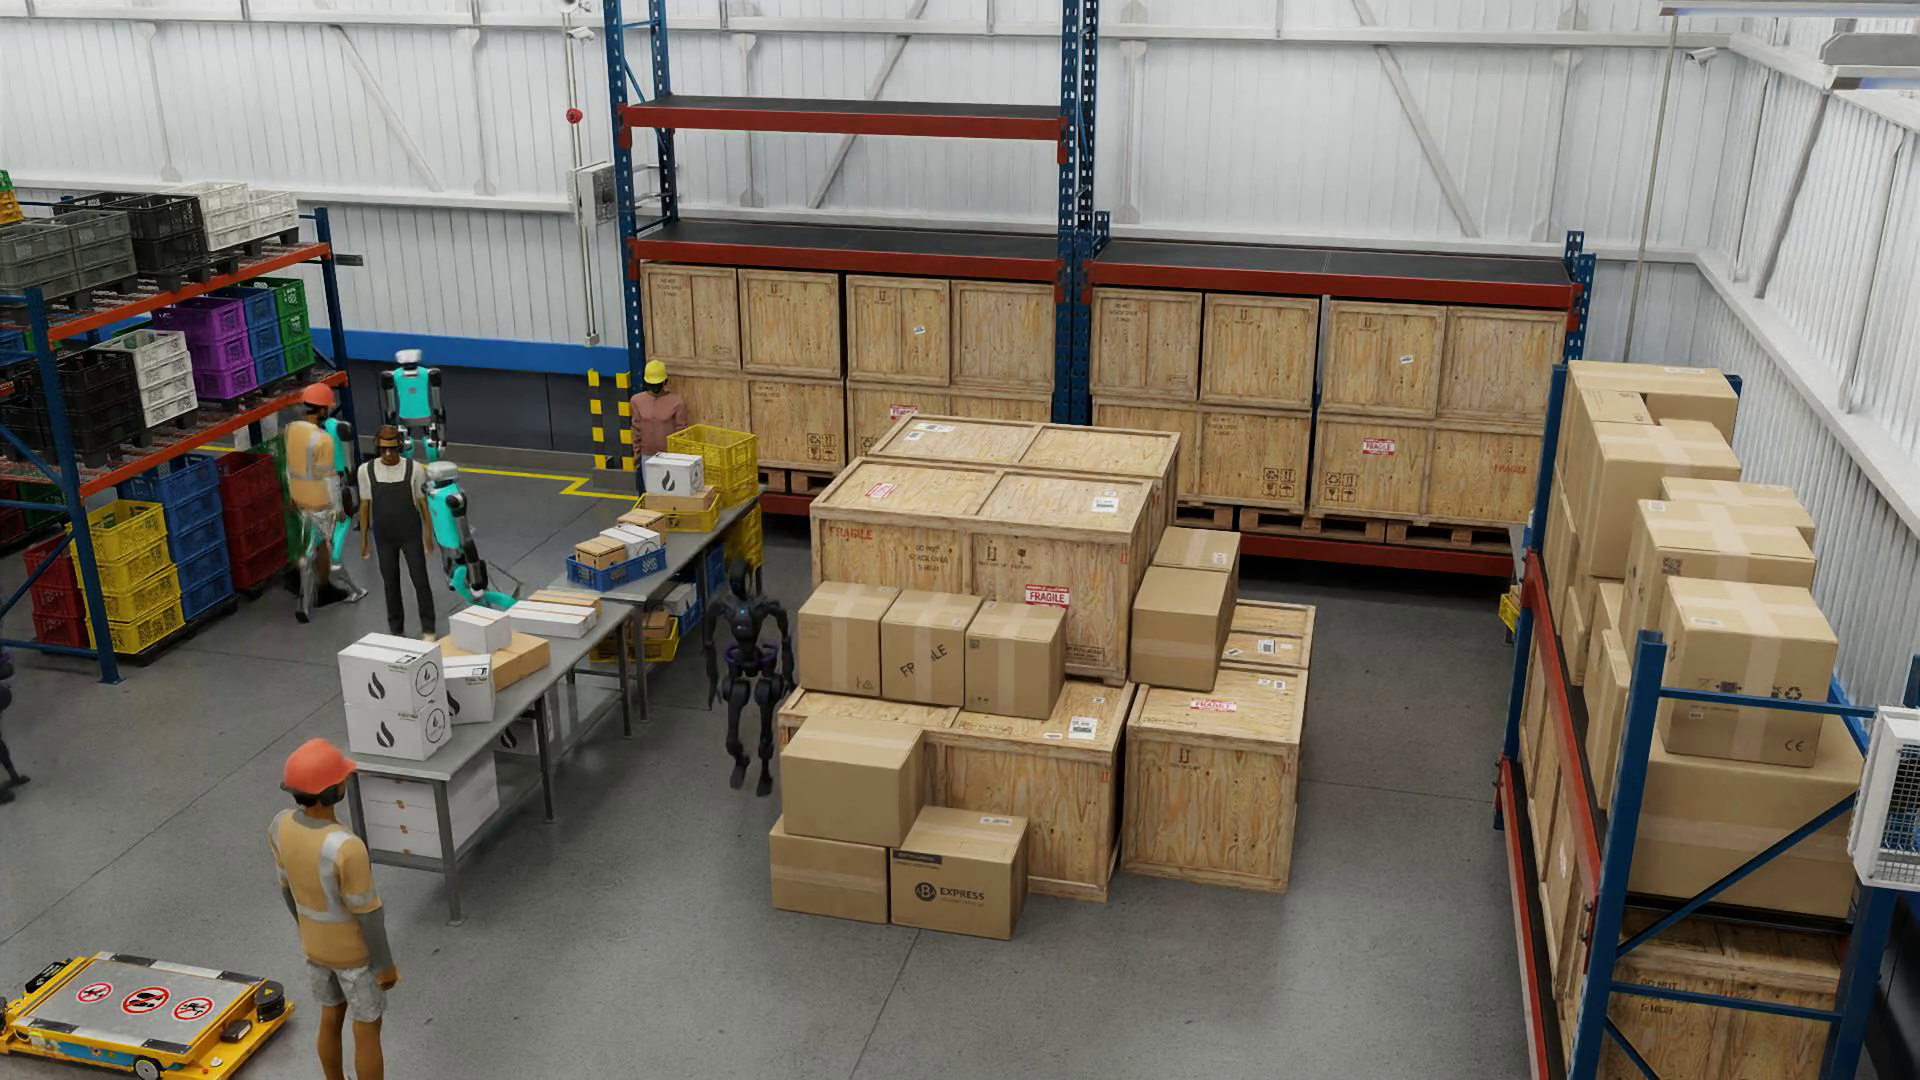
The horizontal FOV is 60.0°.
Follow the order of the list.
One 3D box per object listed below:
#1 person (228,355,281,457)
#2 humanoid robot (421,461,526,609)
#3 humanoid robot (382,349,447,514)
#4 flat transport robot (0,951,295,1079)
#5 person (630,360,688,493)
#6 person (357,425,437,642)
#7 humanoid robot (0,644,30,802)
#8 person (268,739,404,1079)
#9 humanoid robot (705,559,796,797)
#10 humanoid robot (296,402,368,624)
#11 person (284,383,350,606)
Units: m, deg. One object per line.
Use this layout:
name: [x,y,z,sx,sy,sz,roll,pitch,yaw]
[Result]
person: [-7.054,-1.423,16.588,0.619,1.833,0.430,-19,28,-41]
humanoid robot: [-3.545,0.279,12.411,0.712,1.894,0.547,-17,27,-38]
humanoid robot: [-5.069,-0.975,15.590,0.546,1.785,0.846,-6,22,-15]
flat transport robot: [-4.270,2.464,8.601,1.431,0.231,0.659,5,22,13]
person: [-2.693,-0.769,14.972,0.523,1.761,0.336,2,21,5]
person: [-4.366,-0.020,12.900,0.533,1.839,0.333,-4,21,-9]
humanoid robot: [-6.324,0.905,10.694,0.400,1.645,0.594,-19,28,-40]
person: [-2.852,1.852,7.714,0.607,2.048,0.365,12,24,29]
humanoid robot: [-1.335,0.894,10.736,0.605,1.650,0.361,0,21,0]
humanoid robot: [-5.268,-0.176,13.521,0.567,1.822,0.895,5,21,12]
person: [-5.278,-0.347,13.669,0.582,1.898,0.534,15,25,34]
